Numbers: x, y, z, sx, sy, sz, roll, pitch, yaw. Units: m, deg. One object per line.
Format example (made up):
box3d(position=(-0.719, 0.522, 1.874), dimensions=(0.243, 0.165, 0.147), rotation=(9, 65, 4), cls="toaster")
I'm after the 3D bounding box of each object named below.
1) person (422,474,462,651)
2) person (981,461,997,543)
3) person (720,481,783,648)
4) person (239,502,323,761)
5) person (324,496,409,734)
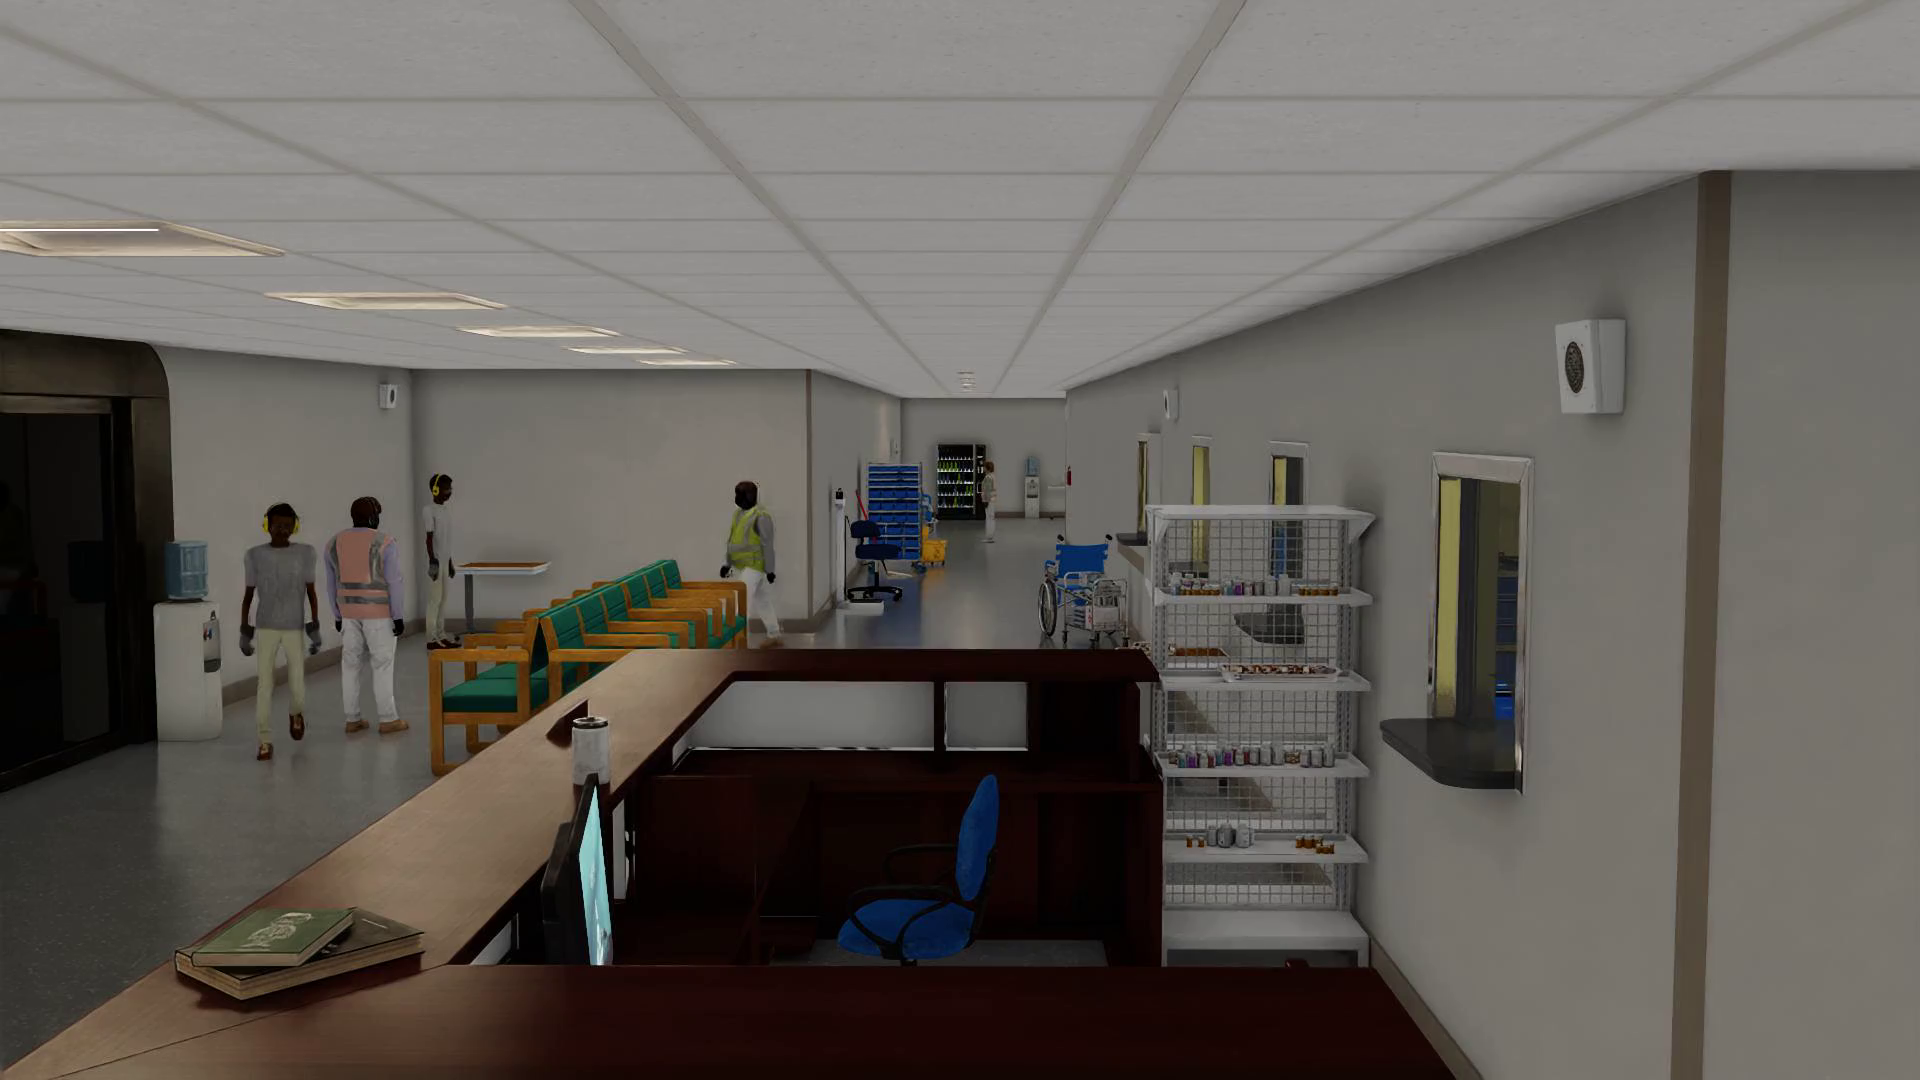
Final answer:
box3d(position=(-5.478, 0.240, 17.557), dimensions=(0.322, 1.865, 0.565), rotation=(0, 4, 3), cls="person")
box3d(position=(0.575, -0.756, 33.067), dimensions=(0.308, 1.641, 0.514), rotation=(0, 4, 7), cls="person")
box3d(position=(-2.258, 0.279, 17.482), dimensions=(0.972, 1.791, 0.623), rotation=(-3, 5, -32), cls="person")
box3d(position=(-4.915, 0.641, 12.036), dimensions=(0.575, 1.849, 0.583), rotation=(-2, 4, -21), cls="person")
box3d(position=(-4.580, 0.583, 12.891), dimensions=(0.623, 1.844, 0.429), rotation=(1, 4, 11), cls="person")
